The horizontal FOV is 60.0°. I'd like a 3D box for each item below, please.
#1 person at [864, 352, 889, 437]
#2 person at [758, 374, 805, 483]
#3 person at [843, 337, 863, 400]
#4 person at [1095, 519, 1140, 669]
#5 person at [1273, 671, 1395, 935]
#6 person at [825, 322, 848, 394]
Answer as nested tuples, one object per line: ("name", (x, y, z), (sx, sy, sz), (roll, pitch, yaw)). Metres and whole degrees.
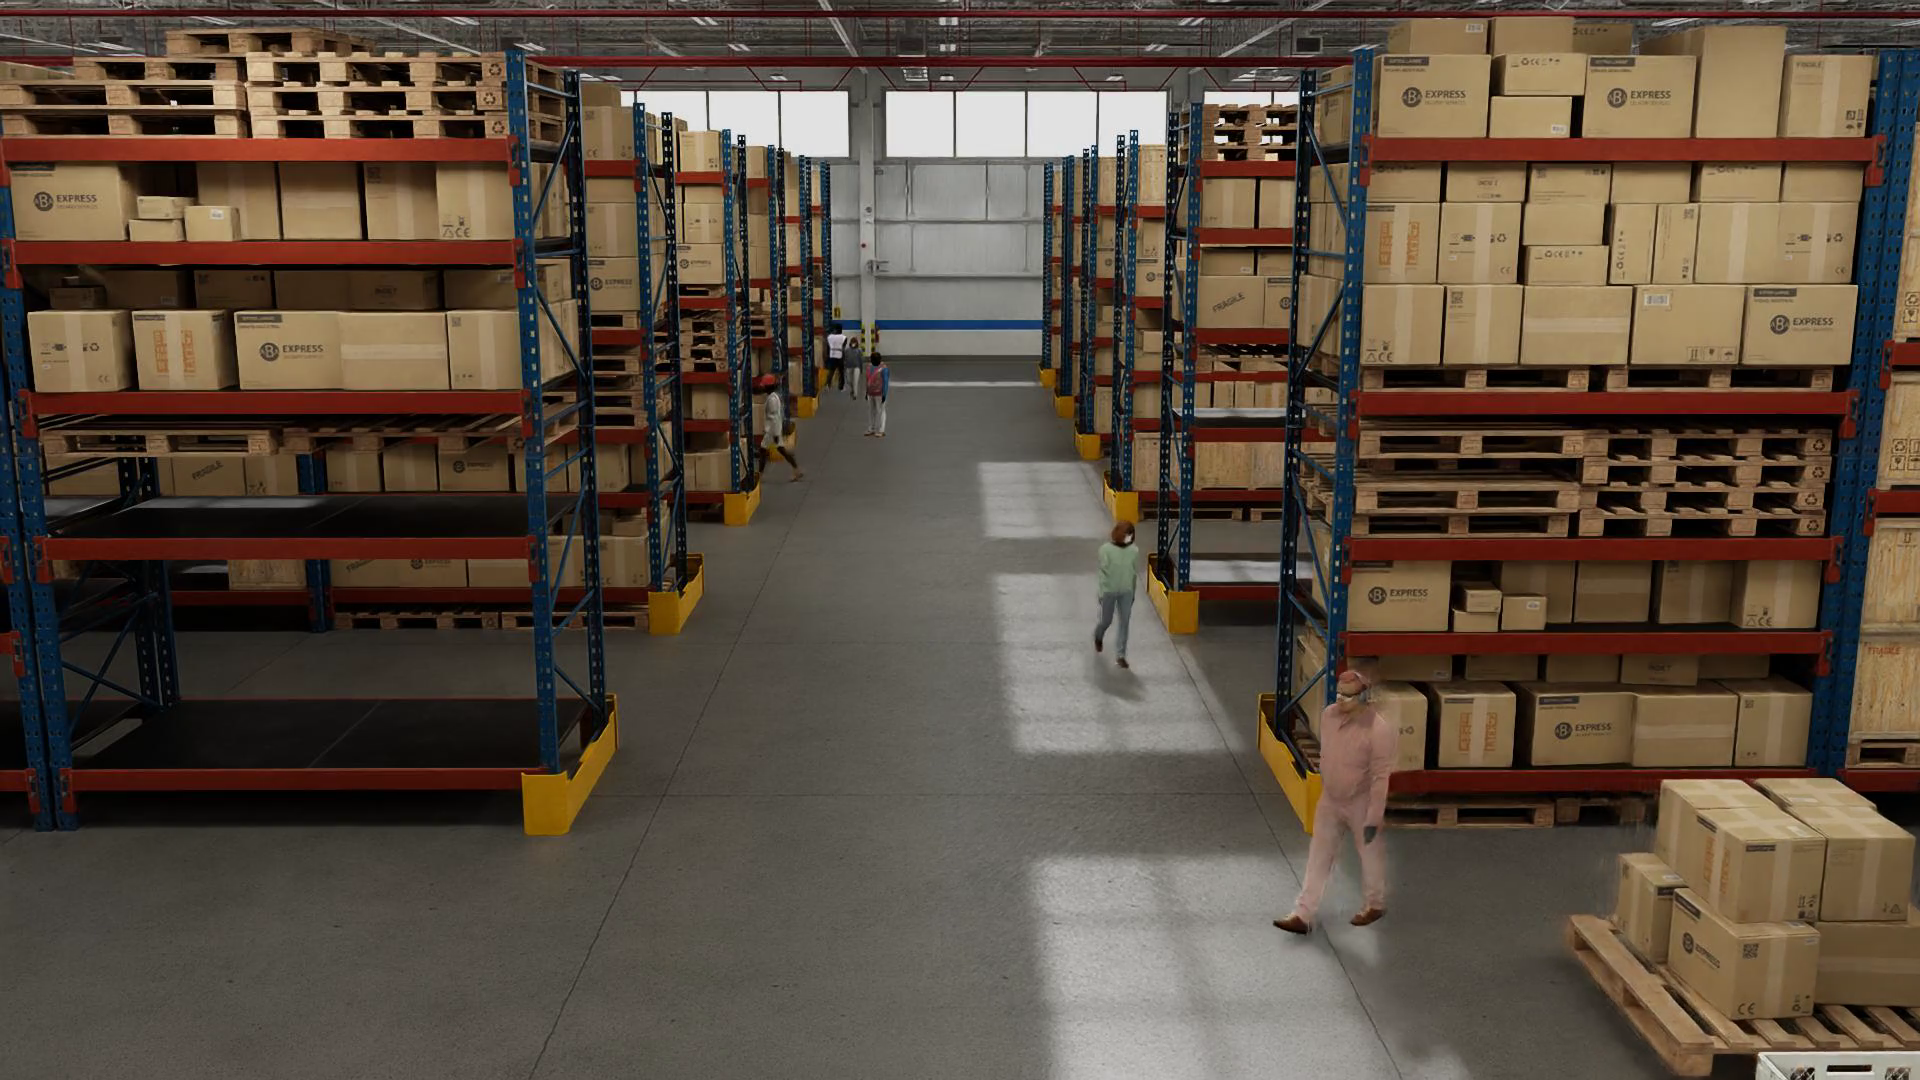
("person", (-1.814, -3.139, 35.844), (0.627, 1.844, 0.429), (10, 15, 41))
("person", (-3.292, -1.993, 29.816), (1.042, 2.006, 0.611), (0, 11, -1))
("person", (-2.735, -4.411, 42.684), (0.517, 1.616, 0.413), (1, 11, 6))
("person", (1.696, 0.551, 18.114), (0.514, 1.609, 0.625), (-3, 12, -15))
("person", (2.600, 1.802, 11.307), (0.985, 1.852, 0.670), (-8, 14, -36))
("person", (-3.286, -4.829, 44.145), (0.605, 1.881, 0.908), (4, 12, 18))
